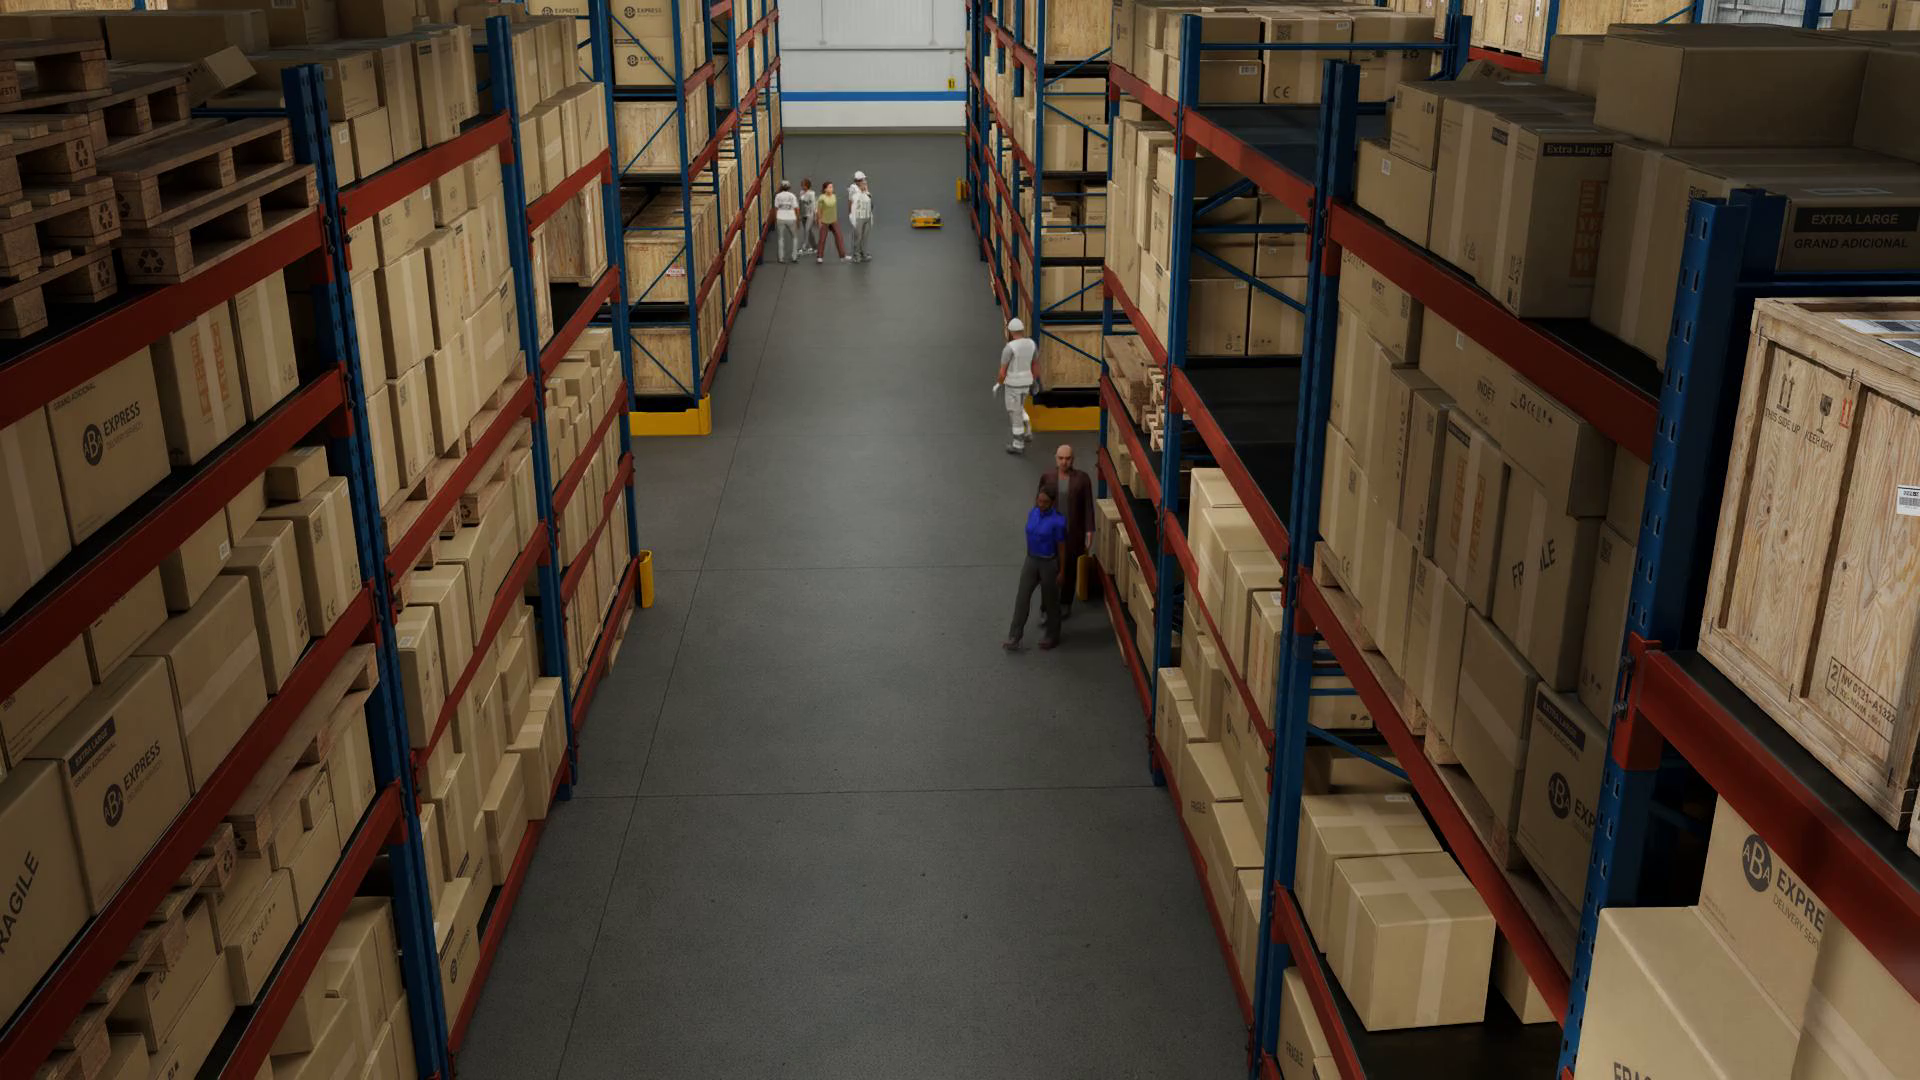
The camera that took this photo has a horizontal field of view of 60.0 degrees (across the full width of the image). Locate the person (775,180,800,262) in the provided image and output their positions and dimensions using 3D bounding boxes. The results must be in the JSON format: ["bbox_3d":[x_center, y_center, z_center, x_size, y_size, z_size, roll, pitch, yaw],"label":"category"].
[{"bbox_3d":[-3.546,-6.537,34.198,0.515,1.700,0.396,3,21,8],"label":"person"}]

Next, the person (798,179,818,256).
[{"bbox_3d":[-3.270,-6.746,34.771,0.427,1.581,0.756,17,26,38],"label":"person"}]

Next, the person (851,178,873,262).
[{"bbox_3d":[-2.009,-6.609,34.284,0.349,1.707,0.522,16,26,37],"label":"person"}]

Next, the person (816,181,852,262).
[{"bbox_3d":[-2.632,-6.514,34.053,0.561,1.649,0.708,-14,25,-34],"label":"person"}]

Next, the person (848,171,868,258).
[{"bbox_3d":[-2.136,-6.808,34.721,0.476,1.779,0.615,10,23,24],"label":"person"}]

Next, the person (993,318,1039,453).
[{"bbox_3d":[0.721,-2.039,21.854,0.559,1.786,0.425,-17,26,-38],"label":"person"}]

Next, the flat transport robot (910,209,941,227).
[{"bbox_3d":[-0.805,-7.490,38.794,0.659,0.255,1.431,-1,21,-4],"label":"flat transport robot"}]

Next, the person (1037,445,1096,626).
[{"bbox_3d":[1.048,-0.041,16.563,0.608,1.773,0.666,2,21,5],"label":"person"}]

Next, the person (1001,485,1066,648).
[{"bbox_3d":[0.731,0.291,15.867,0.472,1.658,0.681,14,25,34],"label":"person"}]
